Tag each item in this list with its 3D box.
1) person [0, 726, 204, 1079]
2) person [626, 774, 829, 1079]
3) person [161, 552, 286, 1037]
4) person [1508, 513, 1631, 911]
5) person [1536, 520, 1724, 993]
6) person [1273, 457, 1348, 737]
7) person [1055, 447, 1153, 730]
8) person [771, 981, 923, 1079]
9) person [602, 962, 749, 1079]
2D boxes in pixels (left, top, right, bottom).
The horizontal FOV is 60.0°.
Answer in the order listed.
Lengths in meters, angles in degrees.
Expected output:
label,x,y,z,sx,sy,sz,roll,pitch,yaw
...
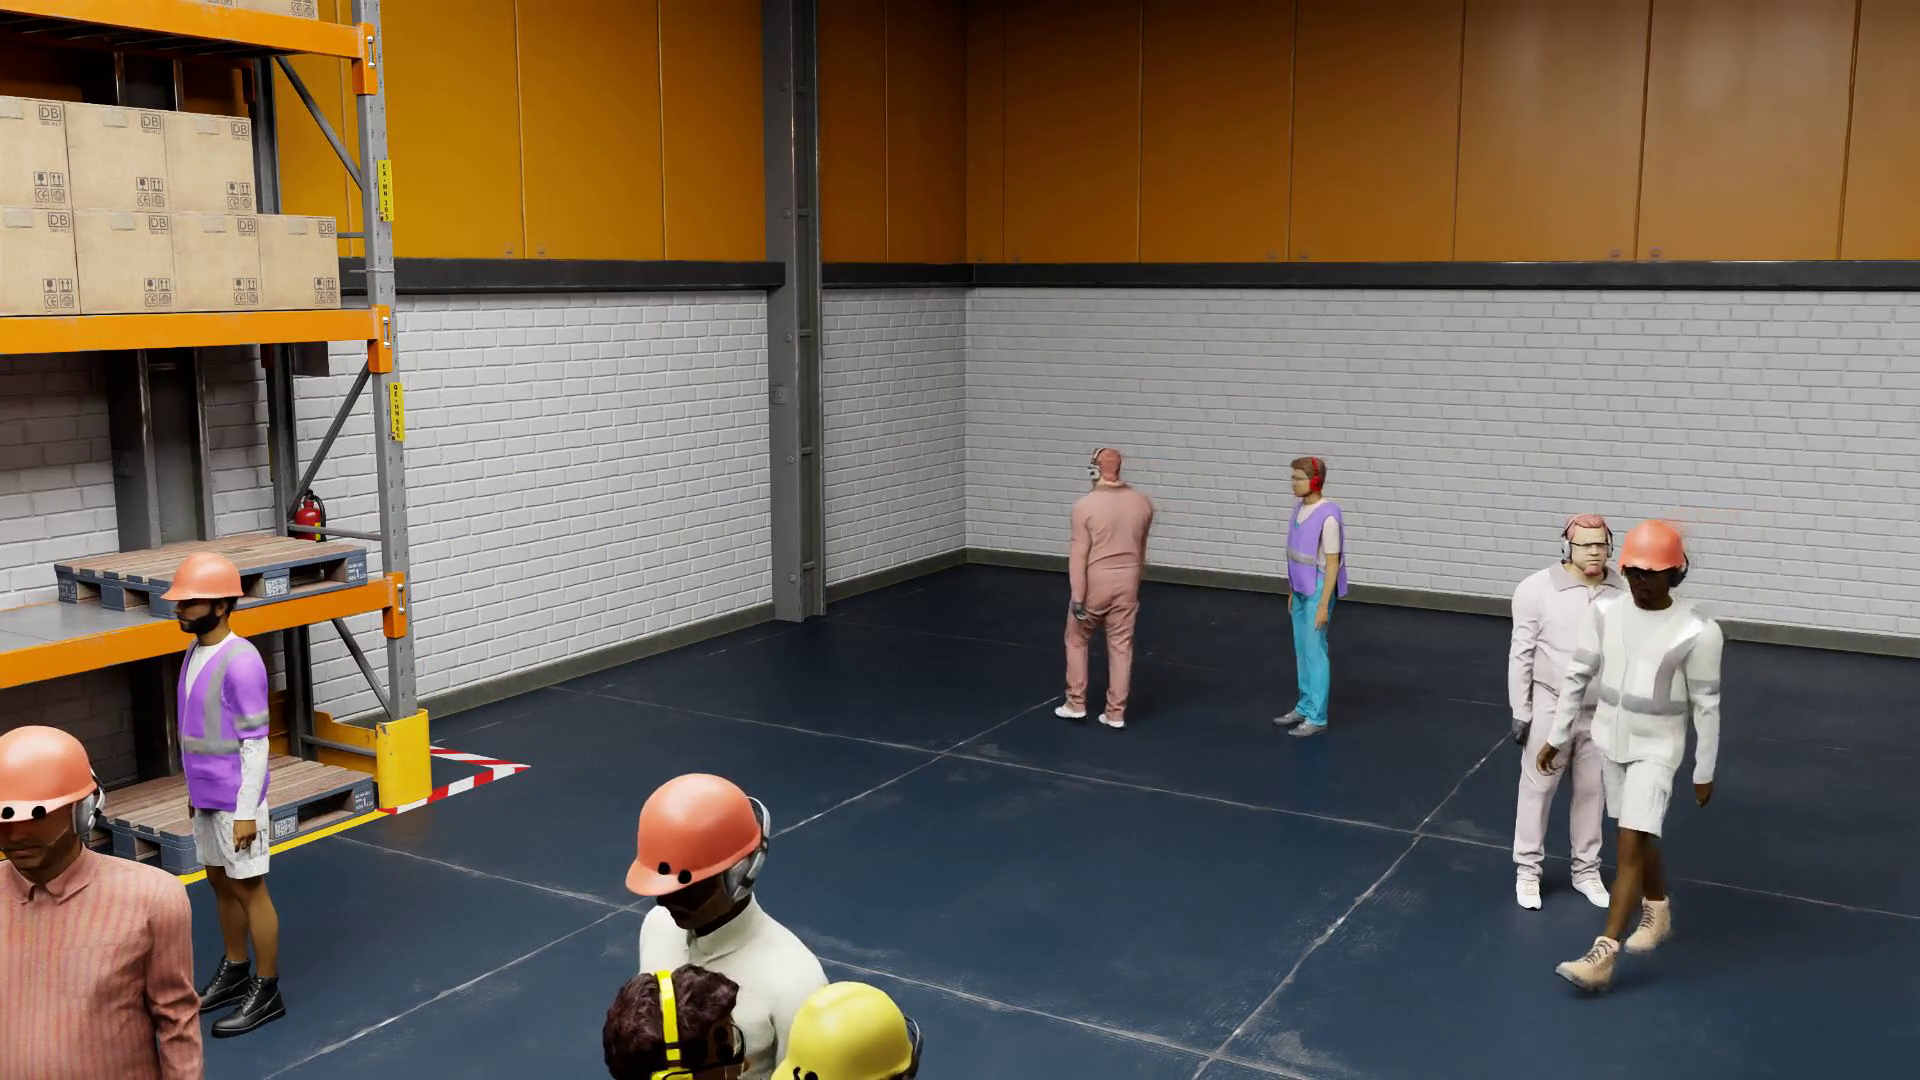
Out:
label,x,y,z,sx,sy,sz,roll,pitch,yaw
person,-2.129,1.409,3.968,0.608,1.995,0.377,-2,9,-12
person,-0.524,1.464,3.660,0.612,1.983,0.409,9,13,43
person,-2.959,1.004,6.661,0.547,1.942,0.350,8,12,42
person,2.940,0.818,7.932,0.639,1.911,0.406,0,9,-2
person,2.883,0.903,7.161,1.016,1.991,0.623,-6,11,-34
person,2.296,0.376,10.932,0.458,1.837,0.598,-2,9,-12
person,0.937,0.309,11.181,0.648,1.885,0.669,-4,10,-23
person,-0.180,1.663,3.124,0.339,1.760,0.527,-6,11,-34
person,-0.496,1.638,2.924,0.335,1.873,0.521,-4,10,-22
